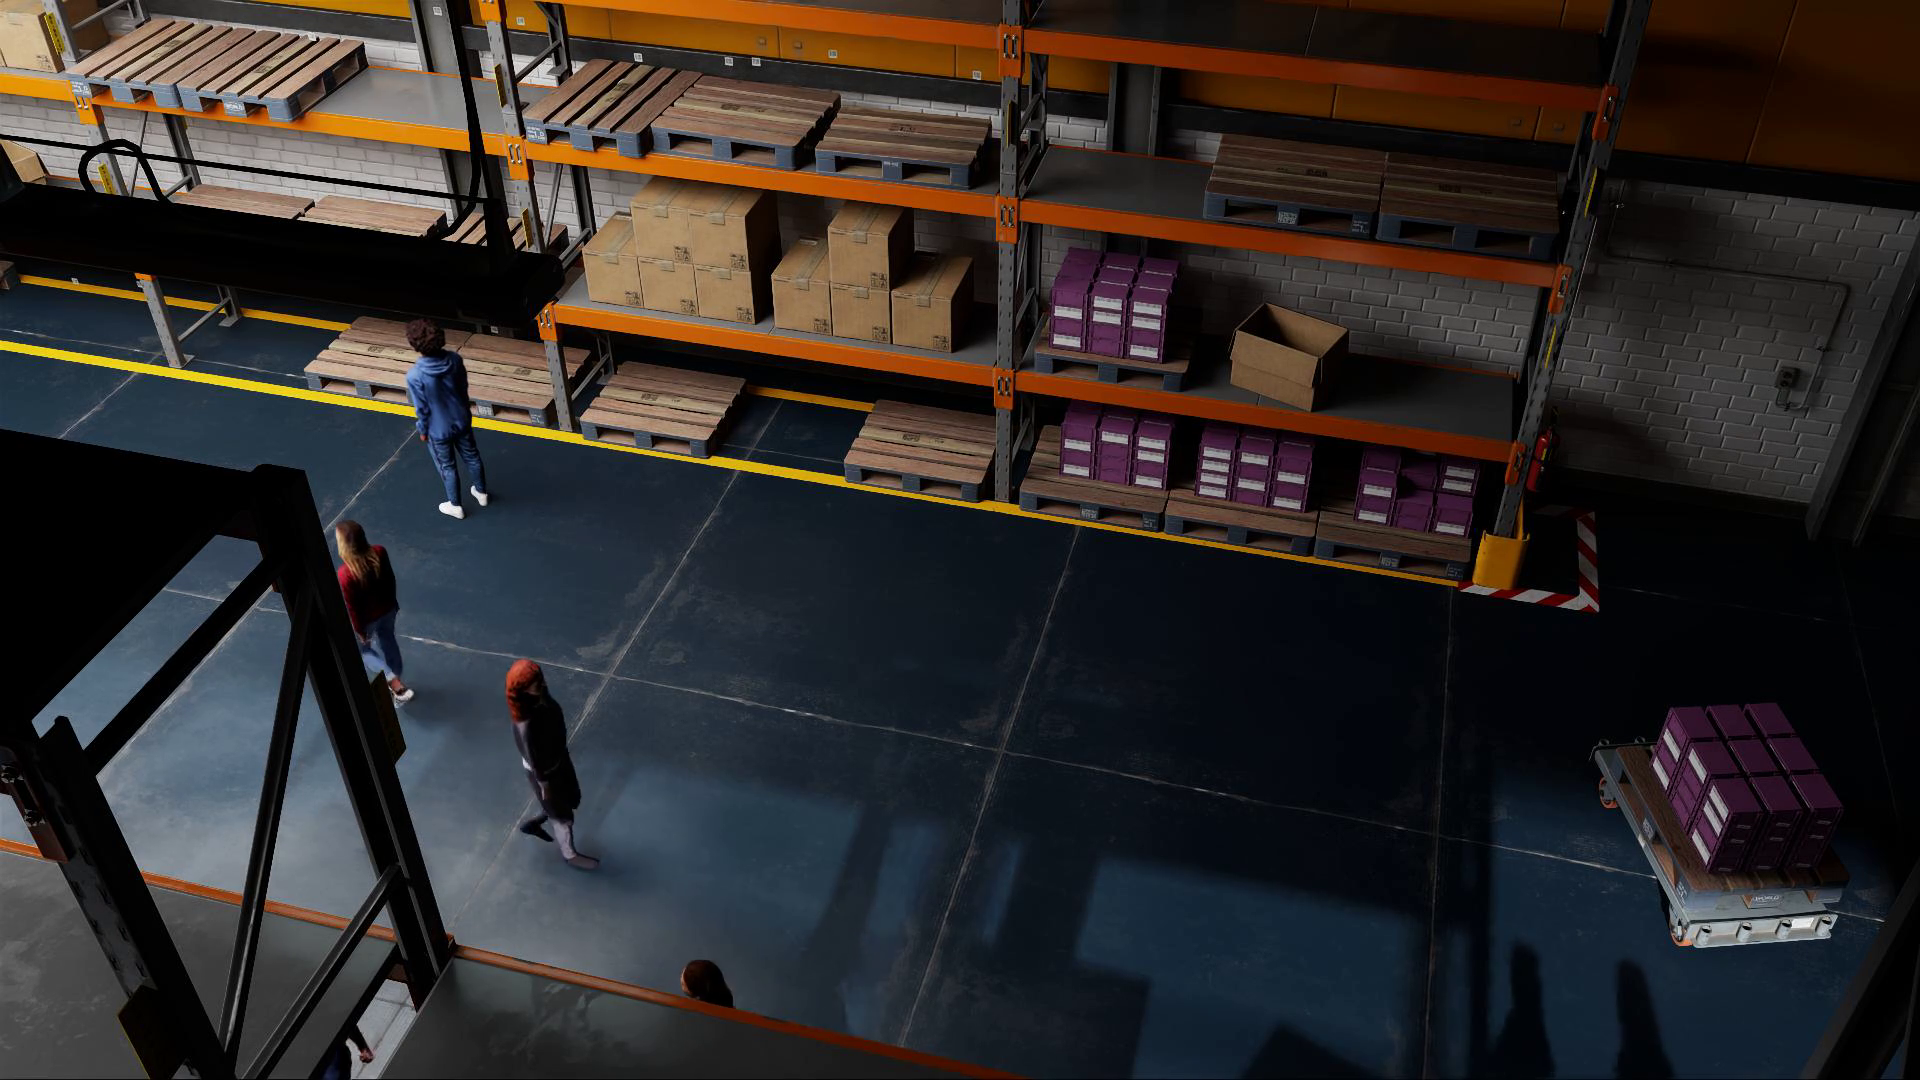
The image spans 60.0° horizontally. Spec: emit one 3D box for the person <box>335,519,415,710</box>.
[{"bbox_3d":[-4.059,0.539,11.627,0.858,1.620,0.738,22,44,25],"label":"person"}]

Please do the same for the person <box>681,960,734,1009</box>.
[{"bbox_3d":[-1.130,2.826,8.623,1.093,1.796,0.606,8,39,10],"label":"person"}]

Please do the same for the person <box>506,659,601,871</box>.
[{"bbox_3d":[-2.650,1.412,10.418,0.803,1.766,0.703,1,39,1],"label":"person"}]

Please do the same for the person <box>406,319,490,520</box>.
[{"bbox_3d":[-4.134,-0.980,13.377,0.753,1.811,0.761,31,48,33],"label":"person"}]
